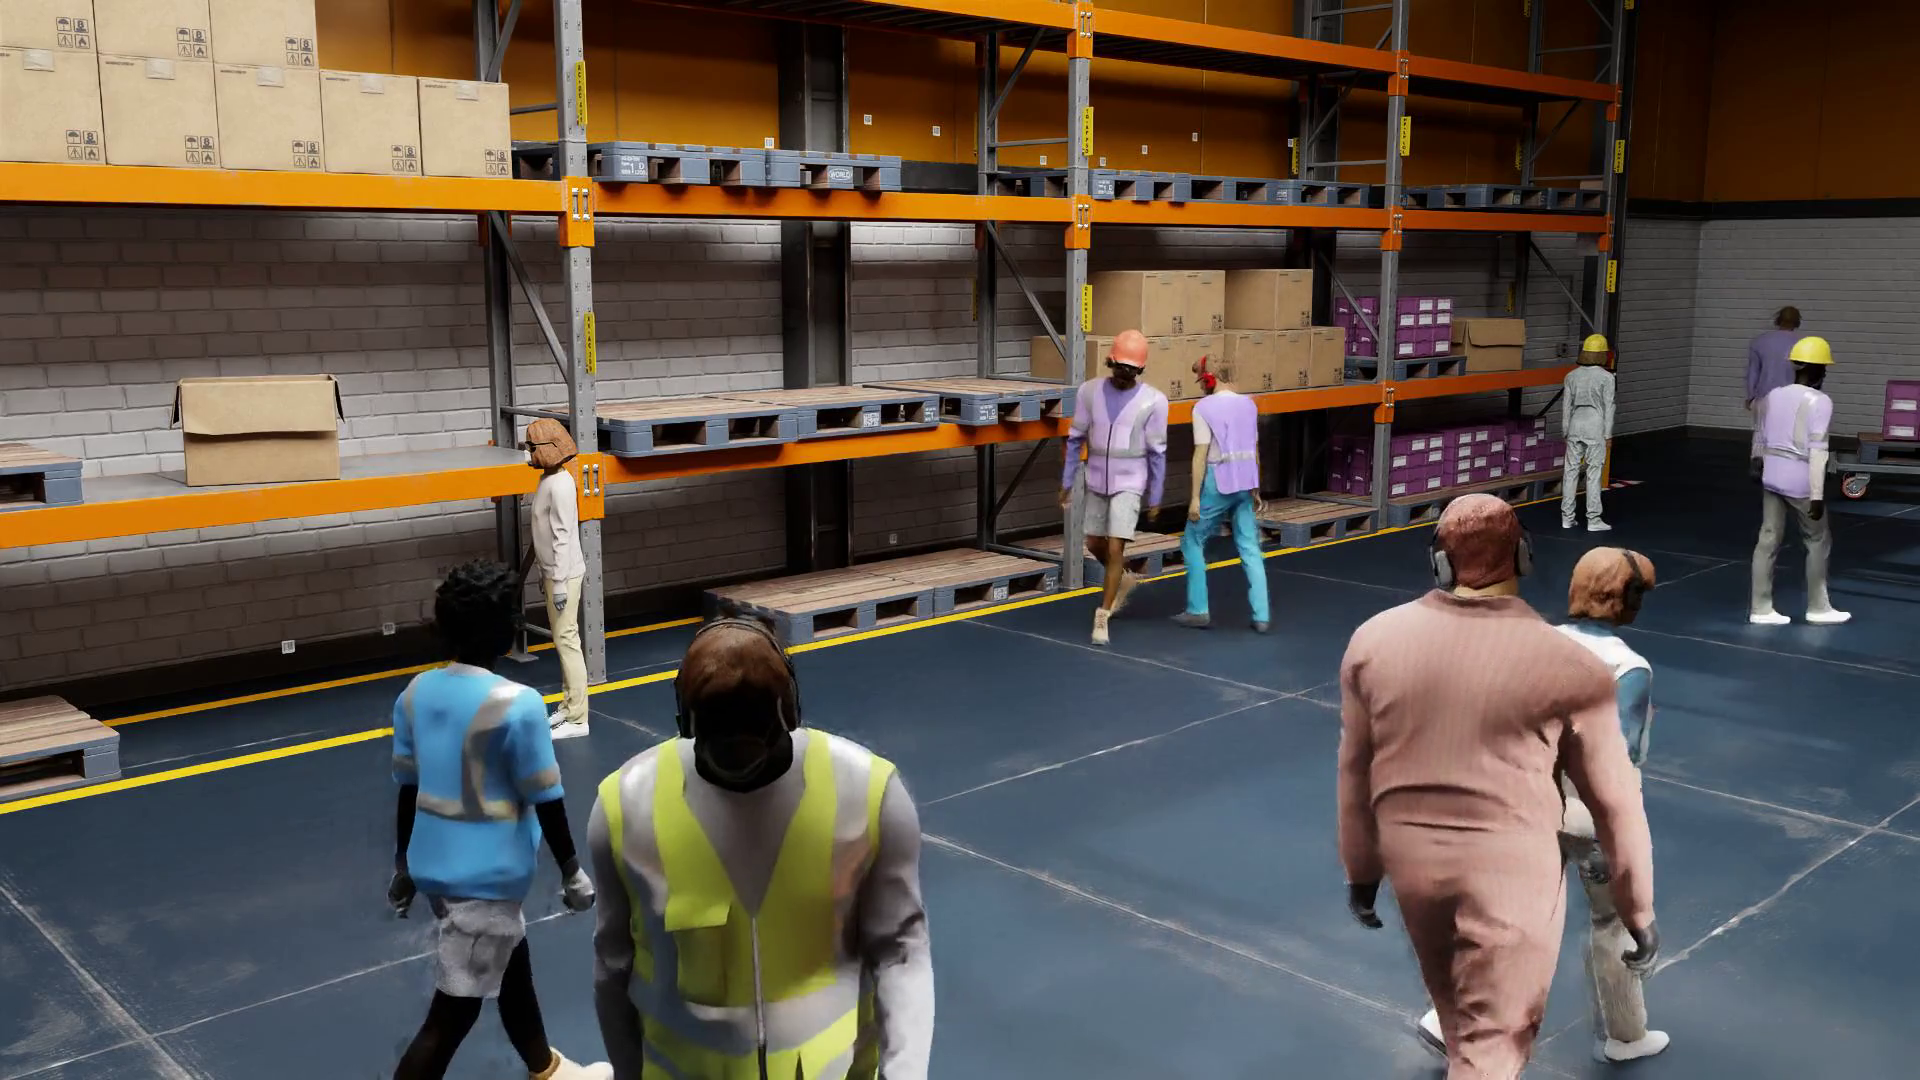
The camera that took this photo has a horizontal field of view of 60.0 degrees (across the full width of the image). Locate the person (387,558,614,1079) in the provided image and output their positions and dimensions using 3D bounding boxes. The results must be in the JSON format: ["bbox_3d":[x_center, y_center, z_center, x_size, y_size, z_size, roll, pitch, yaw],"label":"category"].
[{"bbox_3d":[-1.290,0.876,4.366,0.538,1.650,0.891,9,13,41],"label":"person"}]

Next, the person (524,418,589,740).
[{"bbox_3d":[-2.040,0.194,8.423,0.277,1.629,0.497,-3,10,-19],"label":"person"}]

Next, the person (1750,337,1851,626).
[{"bbox_3d":[5.566,-0.372,10.905,0.778,1.901,0.613,-3,10,-16],"label":"person"}]

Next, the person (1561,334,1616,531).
[{"bbox_3d":[5.598,-0.957,14.810,0.313,1.744,0.487,-8,12,-38],"label":"person"}]

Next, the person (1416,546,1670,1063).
[{"bbox_3d":[1.766,0.808,4.917,0.805,1.593,0.524,-3,10,-15],"label":"person"}]

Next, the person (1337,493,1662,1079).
[{"bbox_3d":[1.236,0.841,3.972,0.766,1.863,0.807,7,12,37],"label":"person"}]

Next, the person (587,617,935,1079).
[{"bbox_3d":[-0.368,1.021,3.094,0.625,1.782,0.970,-2,10,-9],"label":"person"}]

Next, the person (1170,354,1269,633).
[{"bbox_3d":[1.693,-0.294,10.776,0.682,1.789,0.738,-7,12,-37],"label":"person"}]

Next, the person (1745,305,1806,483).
[{"bbox_3d":[8.570,-1.494,17.434,0.651,1.925,0.604,7,12,37],"label":"person"}]

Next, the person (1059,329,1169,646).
[{"bbox_3d":[1.032,-0.361,10.625,0.702,1.991,0.844,5,11,27],"label":"person"}]
